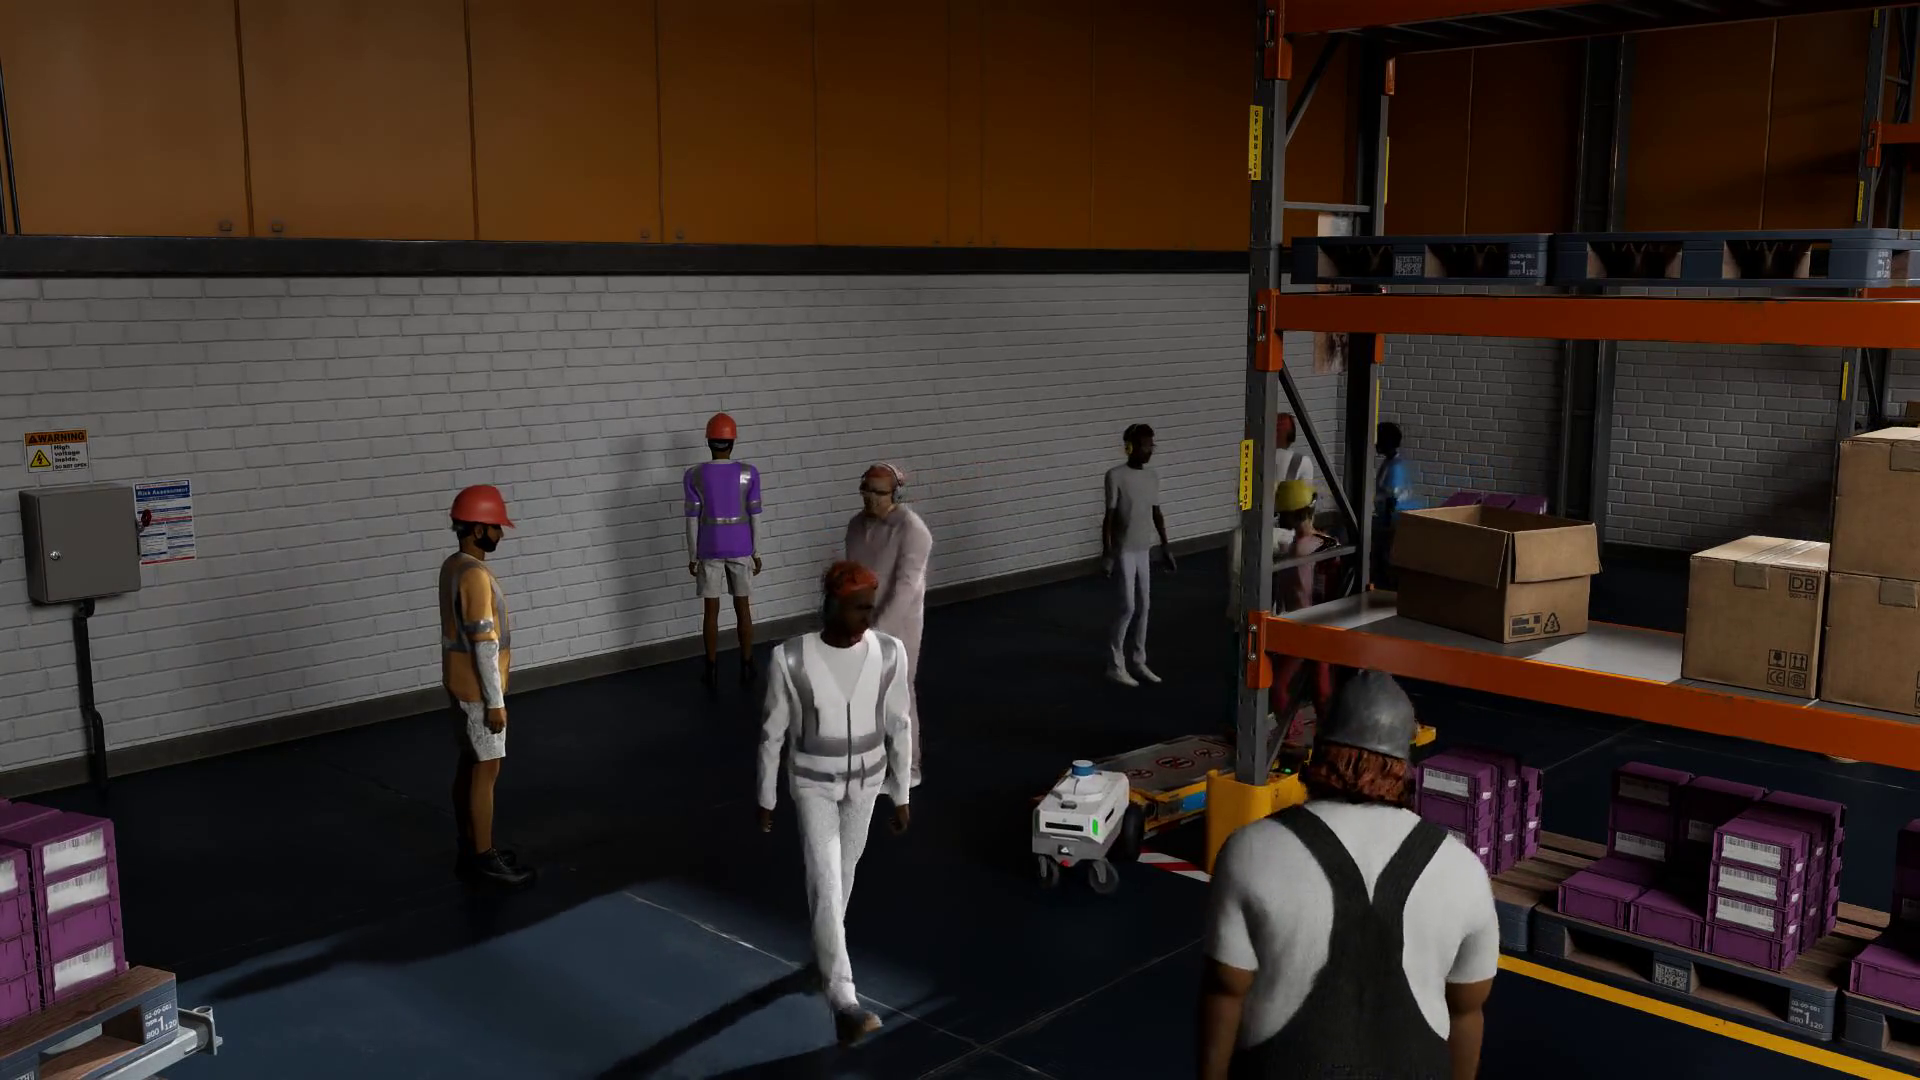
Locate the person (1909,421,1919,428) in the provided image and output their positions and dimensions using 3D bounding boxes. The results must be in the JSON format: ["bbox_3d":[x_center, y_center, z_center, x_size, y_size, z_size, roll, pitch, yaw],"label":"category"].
[{"bbox_3d":[7.087,-0.008,12.649,0.533,1.825,0.944,-4,10,-24],"label":"person"}]

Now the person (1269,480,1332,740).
[{"bbox_3d":[1.965,0.518,9.670,0.570,1.733,0.580,5,11,29],"label":"person"}]

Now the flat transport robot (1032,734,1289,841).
[{"bbox_3d":[1.134,1.334,9.146,1.431,0.197,0.652,-8,12,-41],"label":"flat transport robot"}]

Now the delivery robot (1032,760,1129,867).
[{"bbox_3d":[0.594,1.316,8.100,0.477,0.478,0.707,3,10,18],"label":"delivery robot"}]

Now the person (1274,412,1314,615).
[{"bbox_3d":[2.428,-0.037,12.643,0.602,1.872,0.413,7,12,37],"label":"person"}]

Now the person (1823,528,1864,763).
[{"bbox_3d":[5.372,0.411,10.000,0.429,1.842,0.635,1,9,7],"label":"person"}]

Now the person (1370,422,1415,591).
[{"bbox_3d":[3.595,-0.146,13.879,0.462,1.669,0.554,0,9,0],"label":"person"}]

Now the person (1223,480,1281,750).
[{"bbox_3d":[1.757,0.469,9.879,0.315,1.769,0.525,6,11,33],"label":"person"}]

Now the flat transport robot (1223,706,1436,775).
[{"bbox_3d":[2.200,1.183,10.068,1.431,0.197,0.652,-8,12,-41],"label":"flat transport robot"}]

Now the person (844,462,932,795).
[{"bbox_3d":[-0.497,0.508,9.281,0.651,1.879,0.564,7,12,38],"label":"person"}]

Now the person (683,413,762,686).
[{"bbox_3d":[-1.673,0.070,11.799,0.545,1.939,0.354,-2,9,-9],"label":"person"}]

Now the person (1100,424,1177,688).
[{"bbox_3d":[1.260,0.104,11.833,0.530,1.861,0.410,-8,12,-40],"label":"person"}]

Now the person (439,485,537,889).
[{"bbox_3d":[-2.283,0.697,7.969,0.363,1.933,0.543,-6,11,-31],"label":"person"}]

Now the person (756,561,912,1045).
[{"bbox_3d":[-0.470,0.988,6.509,0.588,1.822,1.003,-4,10,-23],"label":"person"}]
